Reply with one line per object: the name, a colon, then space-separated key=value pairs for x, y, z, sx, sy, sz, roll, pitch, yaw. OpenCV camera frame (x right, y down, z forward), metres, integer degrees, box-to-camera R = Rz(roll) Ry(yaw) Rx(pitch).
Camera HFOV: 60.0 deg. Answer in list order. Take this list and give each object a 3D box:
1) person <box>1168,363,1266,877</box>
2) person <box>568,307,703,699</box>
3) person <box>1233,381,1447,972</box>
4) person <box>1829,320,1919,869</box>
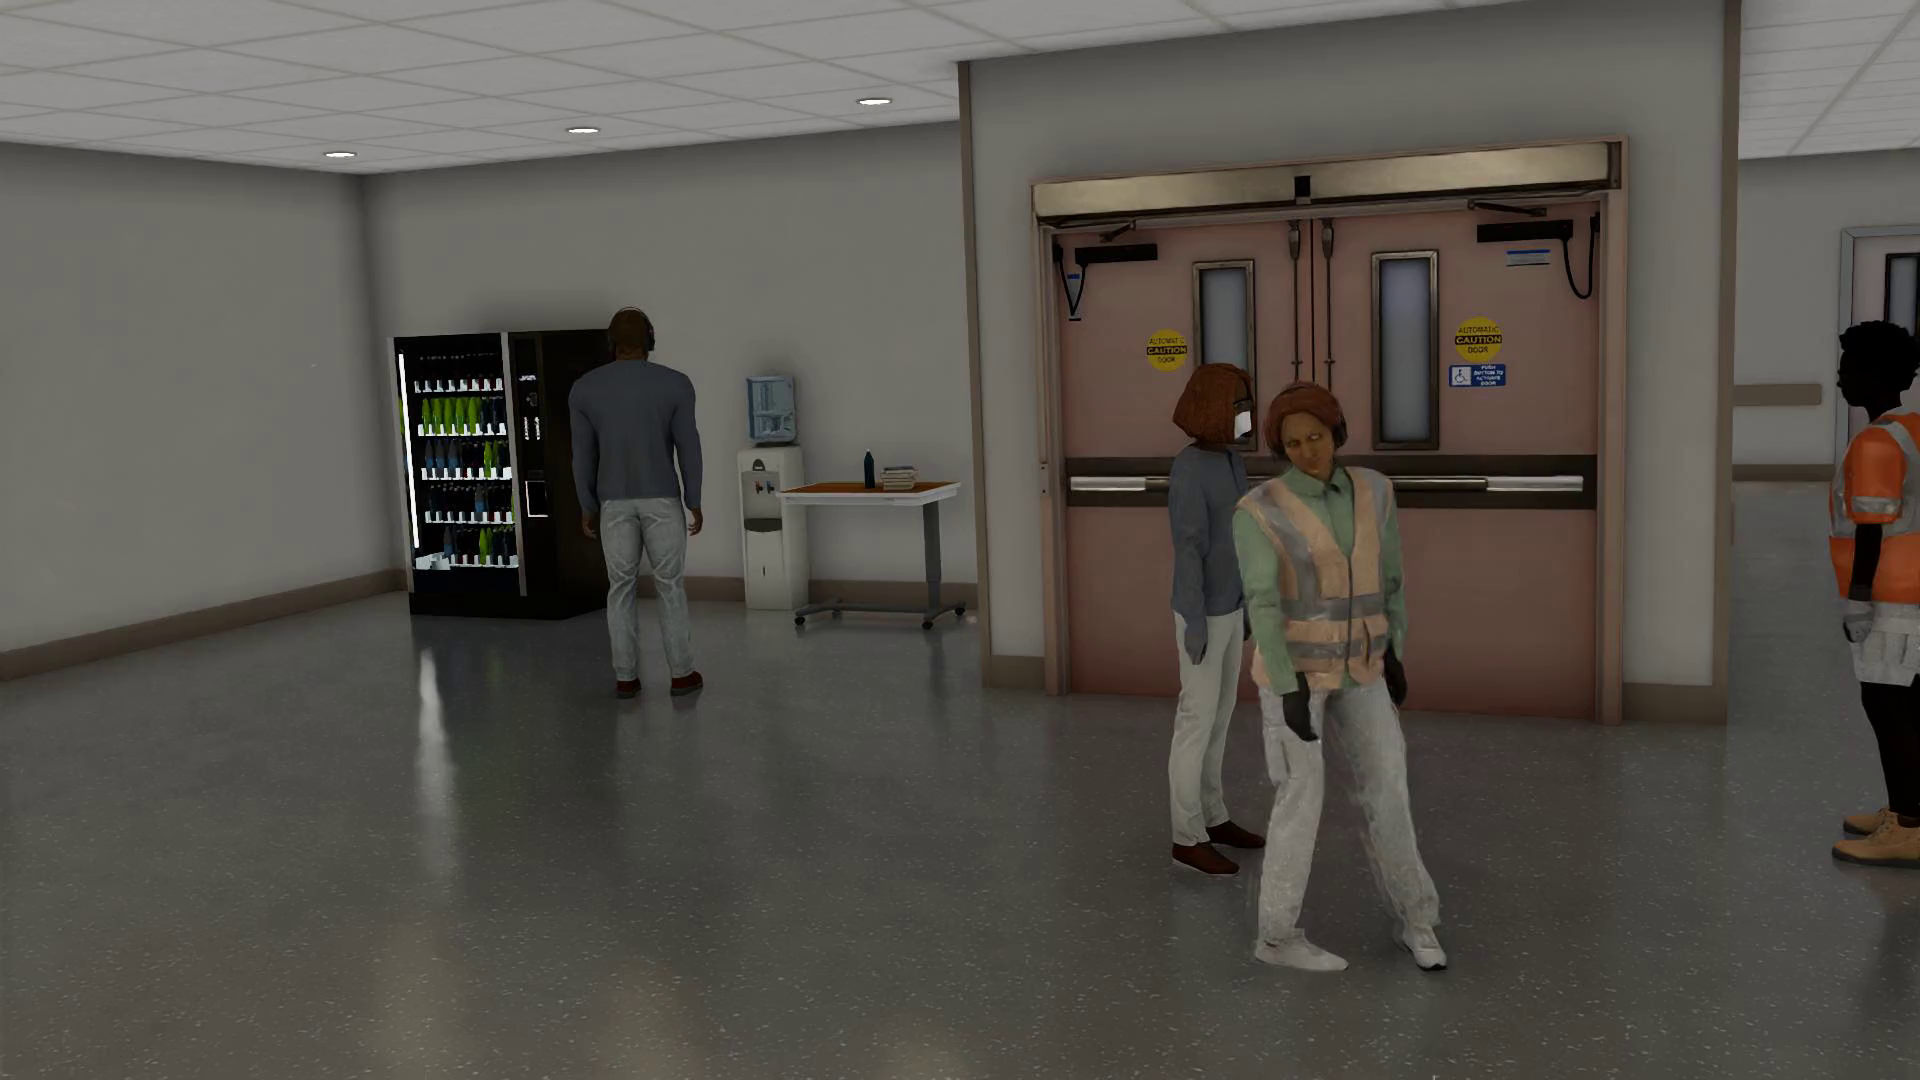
person: x=0.828 y=0.245 z=5.389 sx=0.266 sy=1.631 sz=0.507 roll=2 pitch=8 yaw=27
person: x=-1.581 y=-0.179 z=8.241 sx=0.635 sy=1.936 sz=0.353 roll=-2 pitch=7 yaw=-1
person: x=1.005 y=0.375 z=4.471 sx=0.574 sy=1.610 sz=0.371 roll=-5 pitch=8 yaw=-23
person: x=2.895 y=0.160 z=5.204 sx=0.322 sy=1.689 sz=0.535 roll=3 pitch=9 yaw=38
